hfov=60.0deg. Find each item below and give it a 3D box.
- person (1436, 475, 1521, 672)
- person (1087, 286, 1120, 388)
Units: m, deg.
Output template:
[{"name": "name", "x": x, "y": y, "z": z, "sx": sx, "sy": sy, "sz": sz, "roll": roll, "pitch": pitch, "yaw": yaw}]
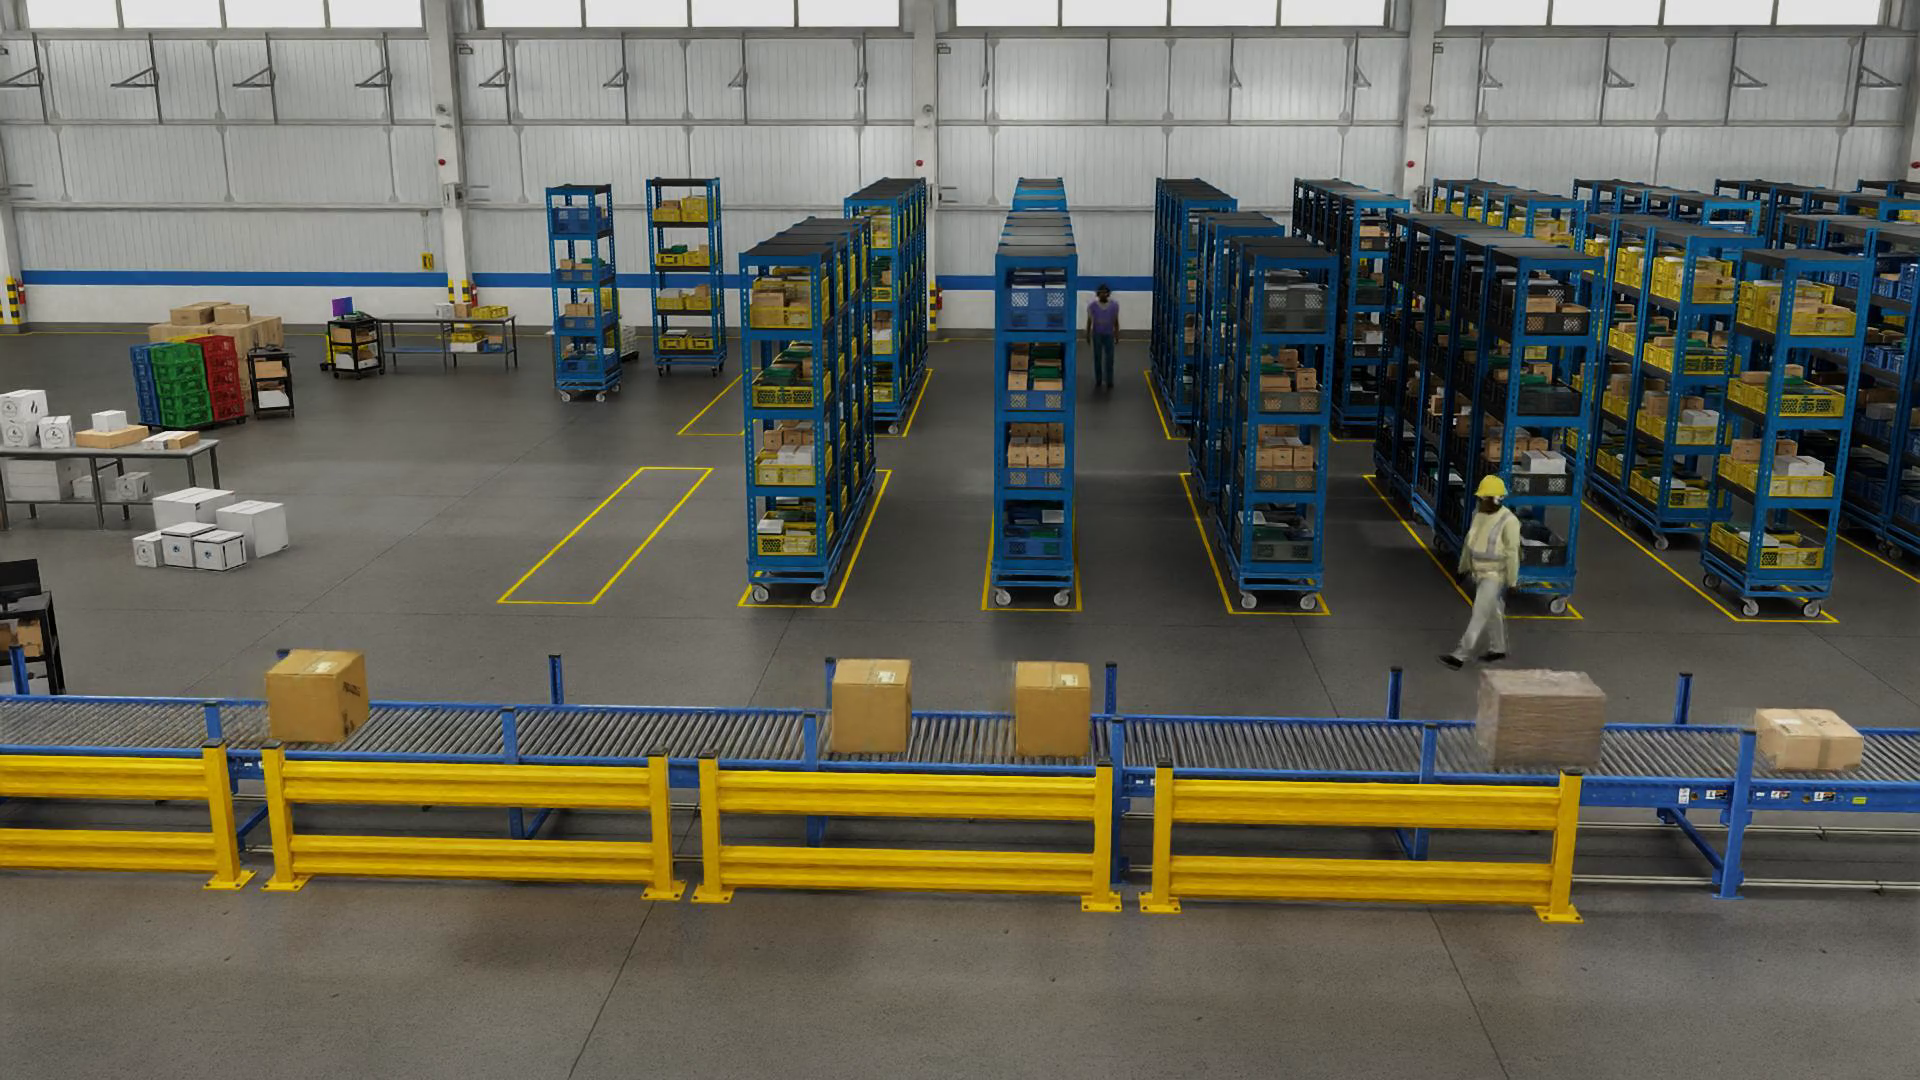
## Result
[{"name": "person", "x": 4.672, "y": 0.301, "z": 15.022, "sx": 0.897, "sy": 1.789, "sz": 0.619, "roll": -4, "pitch": 16, "yaw": -15}, {"name": "person", "x": 2.540, "y": -3.588, "z": 29.434, "sx": 0.586, "sy": 1.800, "sz": 0.909, "roll": -1, "pitch": 15, "yaw": -3}]
